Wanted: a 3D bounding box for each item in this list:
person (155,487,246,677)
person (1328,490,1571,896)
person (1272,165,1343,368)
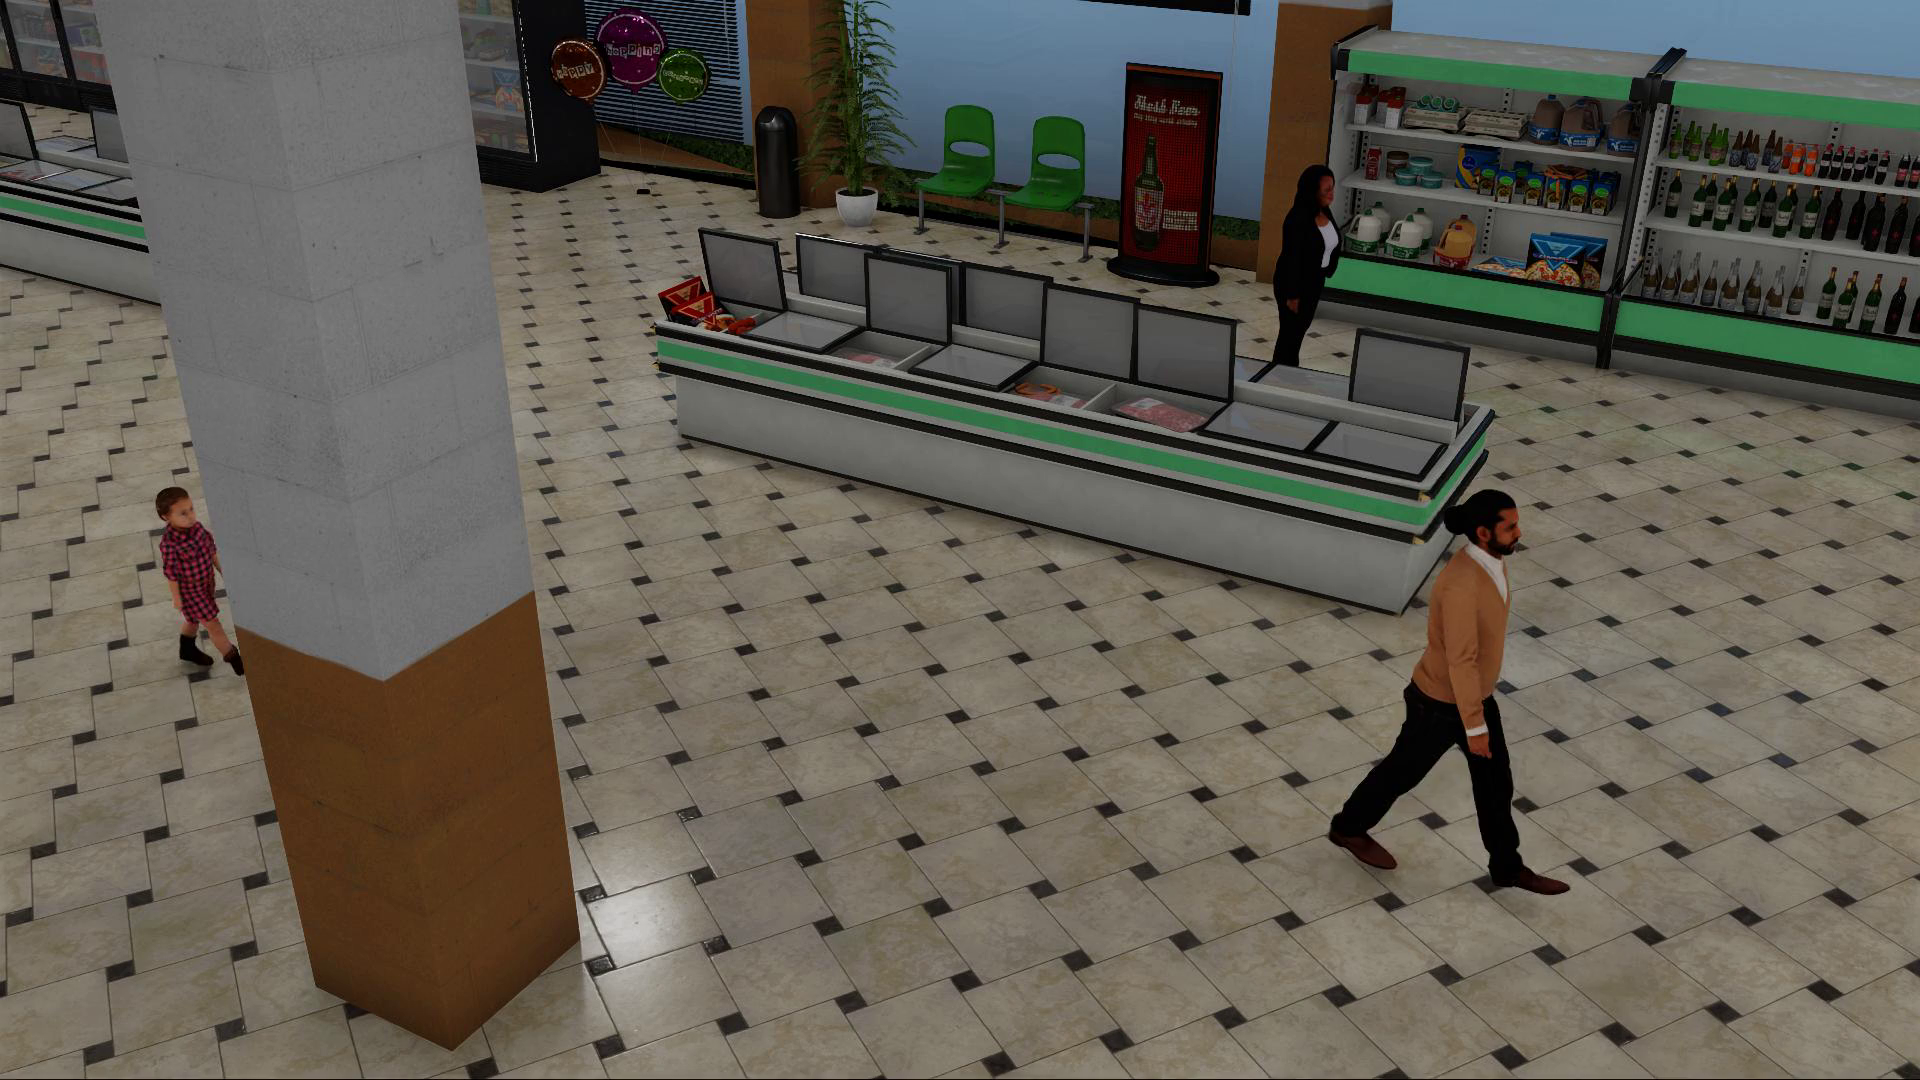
[{"bbox_3d":[-3.738,0.197,8.065,0.767,1.001,0.529,8,28,16],"label":"person"},{"bbox_3d":[1.831,0.613,6.460,1.191,1.711,0.733,18,32,31],"label":"person"},{"bbox_3d":[2.280,-1.720,11.169,0.600,1.613,0.622,15,30,26],"label":"person"}]
